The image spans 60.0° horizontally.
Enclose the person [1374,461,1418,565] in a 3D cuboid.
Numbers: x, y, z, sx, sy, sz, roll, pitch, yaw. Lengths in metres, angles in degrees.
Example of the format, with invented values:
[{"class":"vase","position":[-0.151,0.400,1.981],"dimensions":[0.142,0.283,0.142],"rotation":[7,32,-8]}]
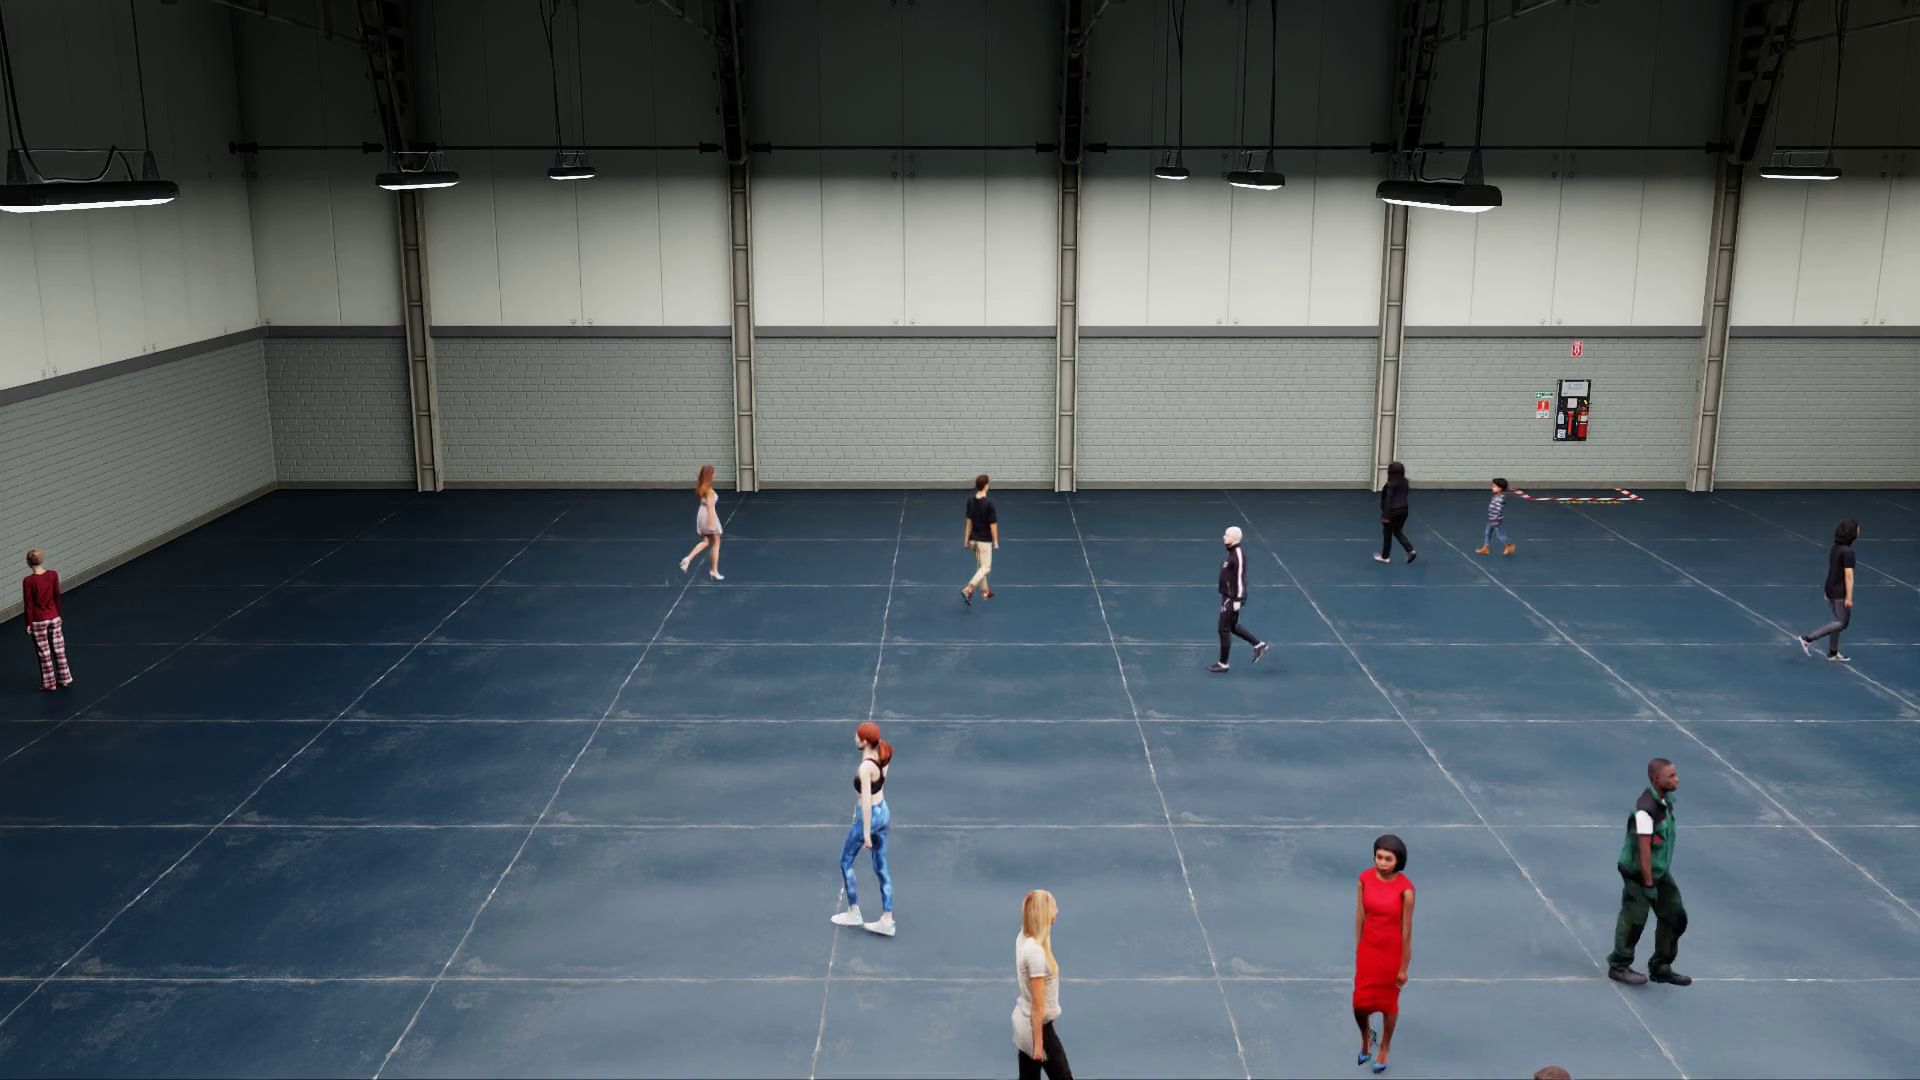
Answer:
[{"class":"person","position":[6.736,-0.402,25.531],"dimensions":[0.953,1.605,0.999],"rotation":[-11,17,-40]}]

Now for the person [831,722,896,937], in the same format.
[{"class":"person","position":[-0.636,2.337,13.343],"dimensions":[0.896,1.769,0.784],"rotation":[7,15,29]}]

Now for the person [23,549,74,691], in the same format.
[{"class":"person","position":[-10.788,0.924,19.588],"dimensions":[0.657,1.703,0.689],"rotation":[6,14,25]}]

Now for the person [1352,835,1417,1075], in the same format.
[{"class":"person","position":[2.929,2.811,11.376],"dimensions":[0.689,1.732,0.757],"rotation":[8,15,30]}]

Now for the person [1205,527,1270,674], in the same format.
[{"class":"person","position":[3.398,0.742,20.128],"dimensions":[0.992,1.815,0.664],"rotation":[0,13,-1]}]

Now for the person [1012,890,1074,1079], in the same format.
[{"class":"person","position":[0.373,3.028,10.249],"dimensions":[0.702,1.818,0.701],"rotation":[-3,13,-14]}]

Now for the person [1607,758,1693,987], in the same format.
[{"class":"person","position":[5.101,2.491,12.558],"dimensions":[0.996,1.822,0.931],"rotation":[11,17,39]}]

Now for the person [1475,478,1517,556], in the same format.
[{"class":"person","position":[8.479,-0.353,26.145],"dimensions":[0.833,1.232,0.524],"rotation":[1,13,3]}]

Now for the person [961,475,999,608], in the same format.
[{"class":"person","position":[0.251,0.042,23.128],"dimensions":[1.137,1.825,1.126],"rotation":[10,16,37]}]

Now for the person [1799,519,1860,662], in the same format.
[{"class":"person","position":[10.800,0.634,20.589],"dimensions":[0.926,1.817,0.711],"rotation":[2,13,7]}]

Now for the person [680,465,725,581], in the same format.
[{"class":"person","position":[-3.790,-0.224,24.446],"dimensions":[0.997,1.749,0.834],"rotation":[-7,15,-28]}]
